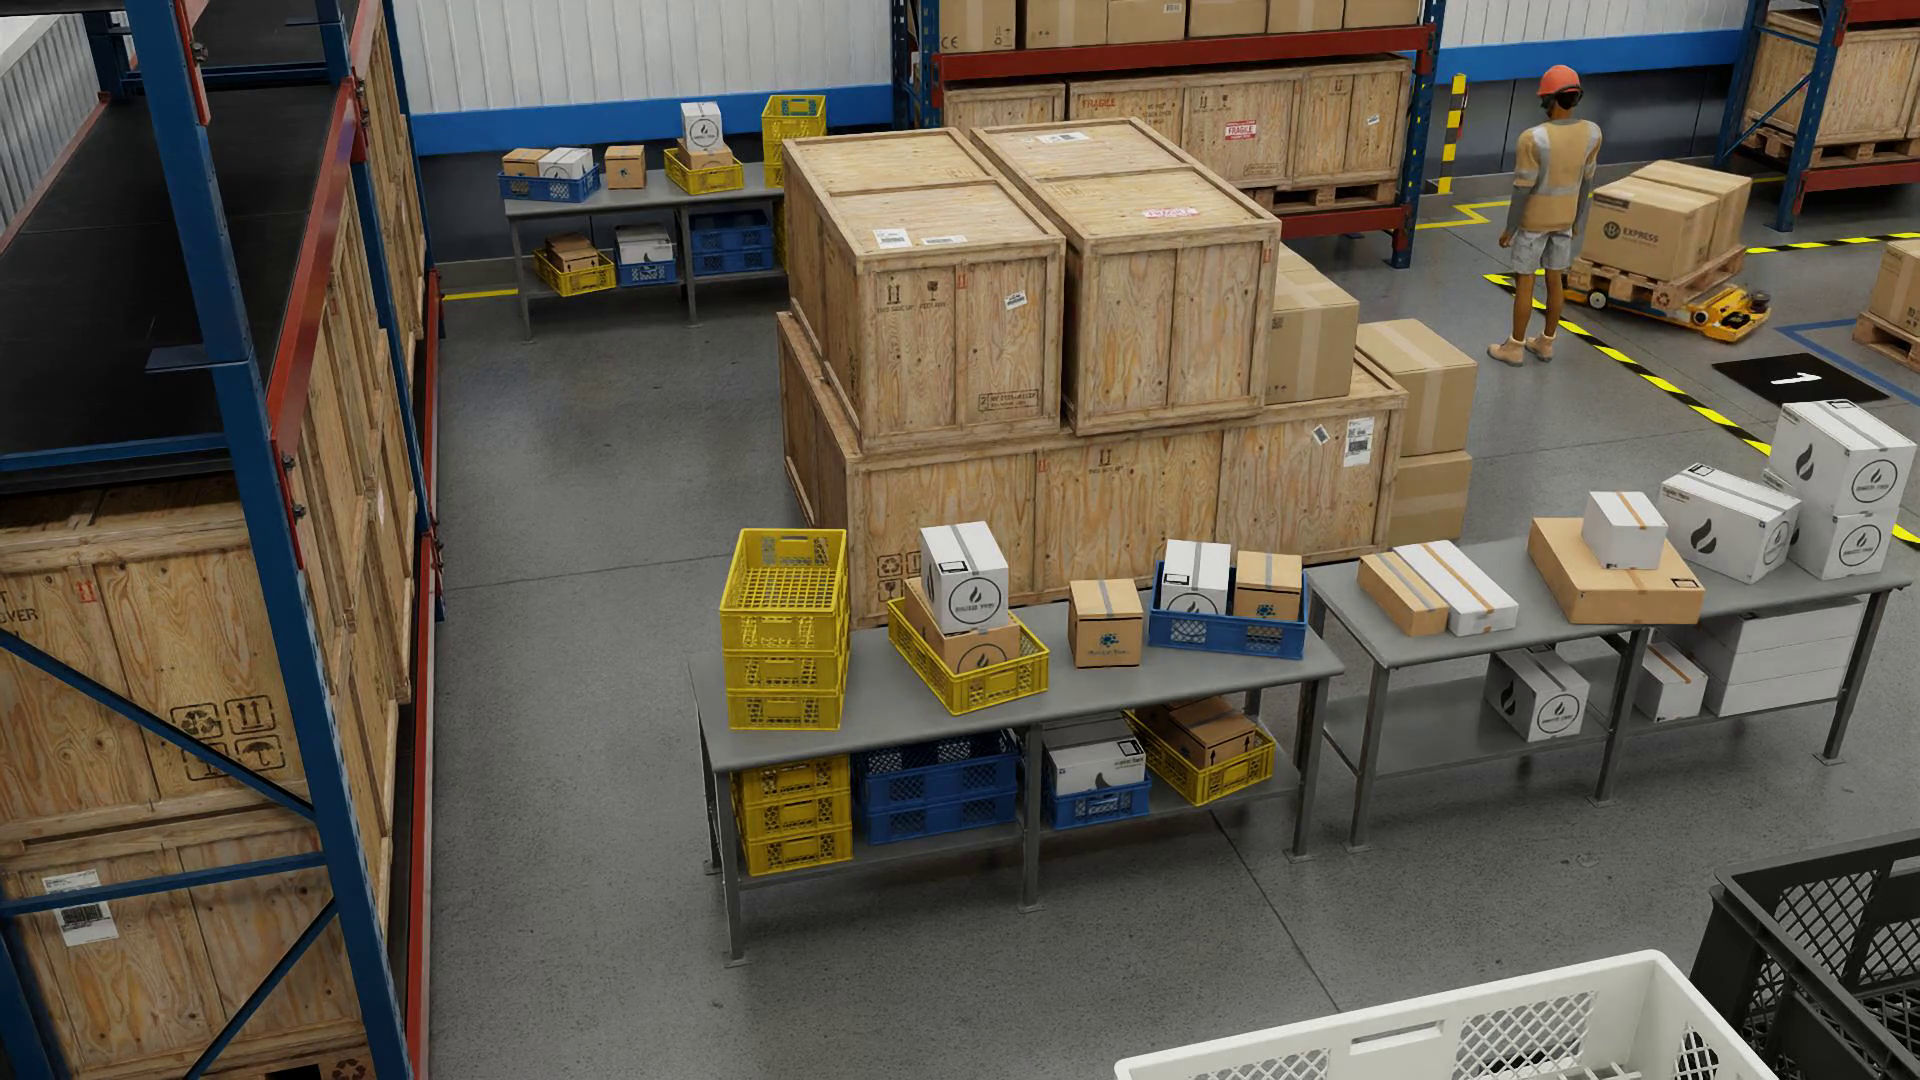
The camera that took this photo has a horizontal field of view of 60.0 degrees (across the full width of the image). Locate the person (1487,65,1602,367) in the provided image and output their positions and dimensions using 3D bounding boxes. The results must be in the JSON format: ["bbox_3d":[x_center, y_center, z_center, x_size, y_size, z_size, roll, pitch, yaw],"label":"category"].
[{"bbox_3d":[3.923,-2.163,11.217,0.604,2.033,0.396,-8,30,-14],"label":"person"}]

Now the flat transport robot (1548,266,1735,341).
[{"bbox_3d":[5.222,-1.840,12.428,1.431,0.197,0.652,25,38,38],"label":"flat transport robot"}]
